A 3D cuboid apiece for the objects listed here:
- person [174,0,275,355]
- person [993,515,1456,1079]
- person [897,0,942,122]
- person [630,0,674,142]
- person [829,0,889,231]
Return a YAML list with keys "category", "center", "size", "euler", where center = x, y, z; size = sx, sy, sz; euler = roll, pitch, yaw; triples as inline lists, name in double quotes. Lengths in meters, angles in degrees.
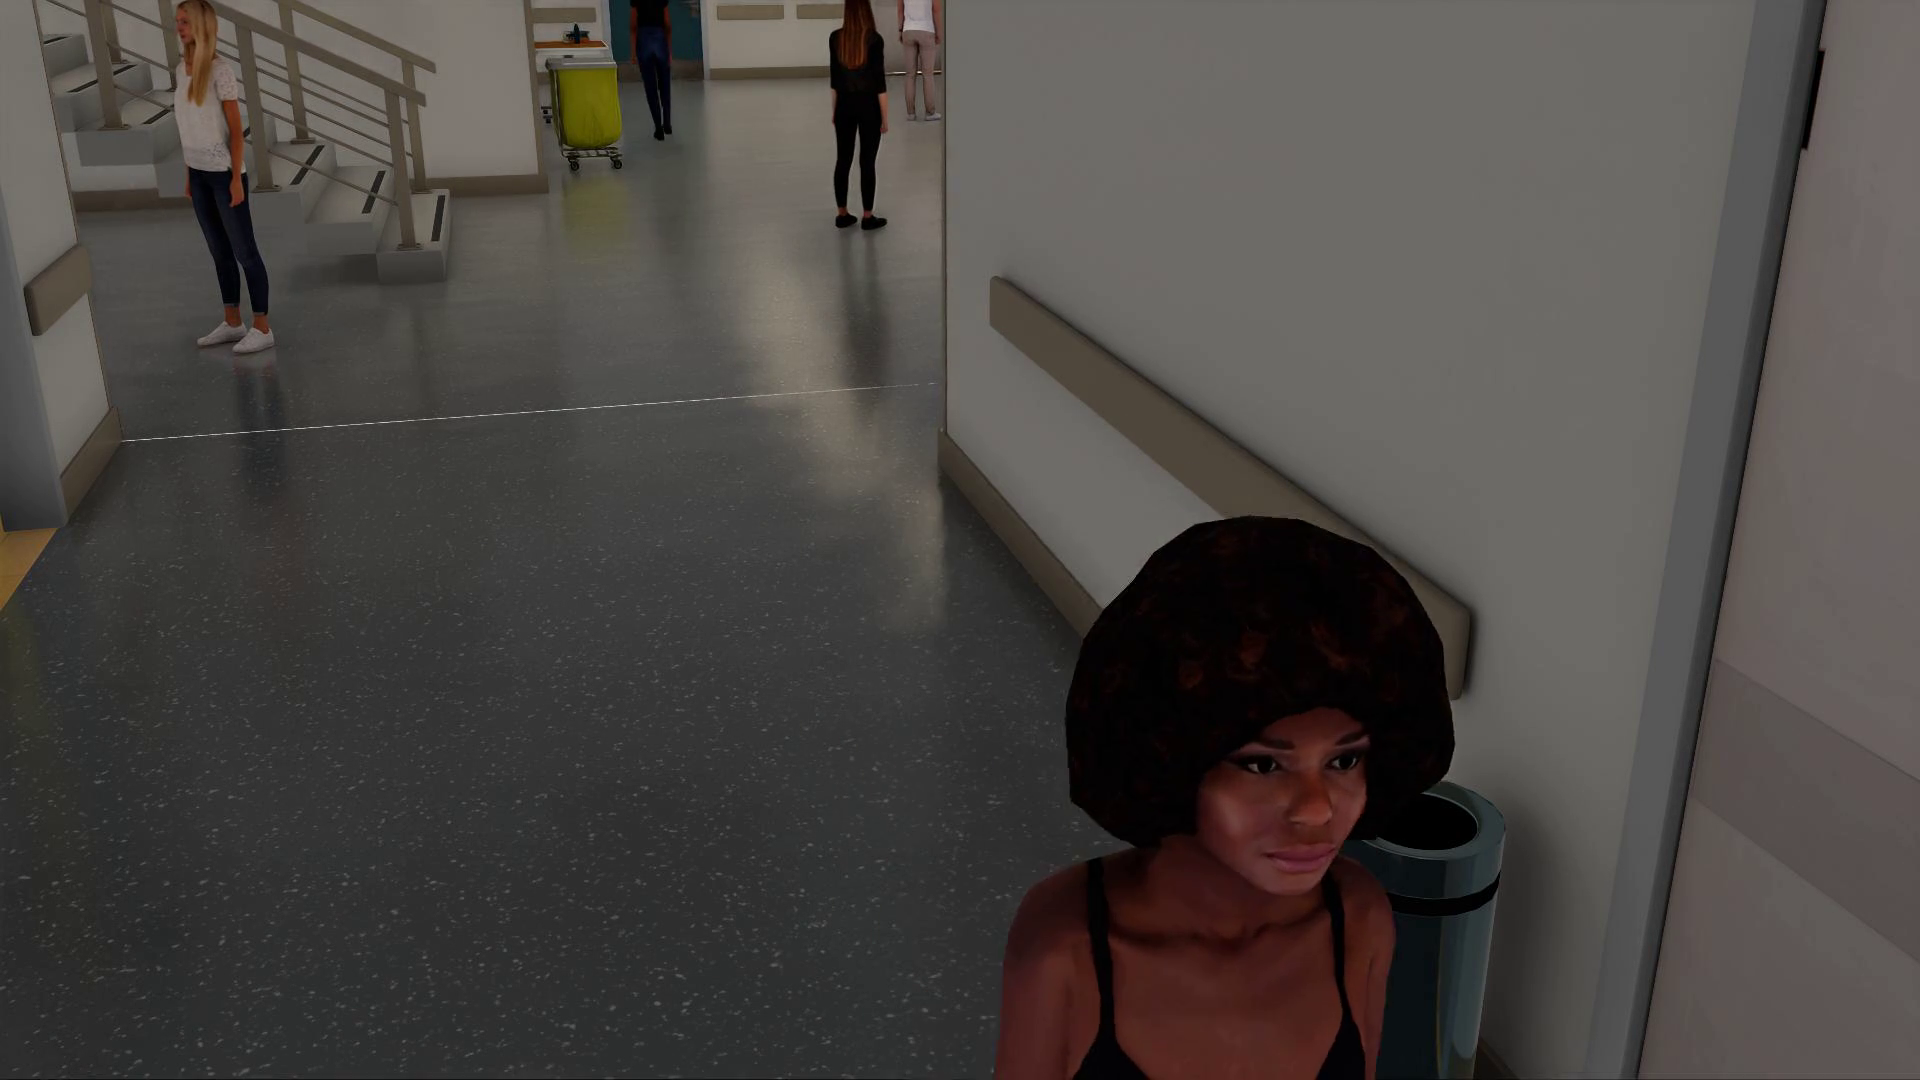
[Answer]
- category: "person"
  center: [-3.898, -1.904, 8.760]
  size: [0.669, 1.809, 0.713]
  euler: [13, 25, 31]
- category: "person"
  center: [0.157, 0.809, 1.679]
  size: [1.041, 1.751, 0.664]
  euler: [-4, 21, -10]
- category: "person"
  center: [-0.463, -5.650, 18.542]
  size: [0.718, 1.887, 0.834]
  euler: [6, 21, 14]
- category: "person"
  center: [-3.102, -4.925, 16.858]
  size: [0.507, 1.724, 0.635]
  euler: [-7, 22, -17]
- category: "person"
  center: [-0.760, -3.159, 12.214]
  size: [0.652, 1.710, 0.739]
  euler: [8, 22, 21]
